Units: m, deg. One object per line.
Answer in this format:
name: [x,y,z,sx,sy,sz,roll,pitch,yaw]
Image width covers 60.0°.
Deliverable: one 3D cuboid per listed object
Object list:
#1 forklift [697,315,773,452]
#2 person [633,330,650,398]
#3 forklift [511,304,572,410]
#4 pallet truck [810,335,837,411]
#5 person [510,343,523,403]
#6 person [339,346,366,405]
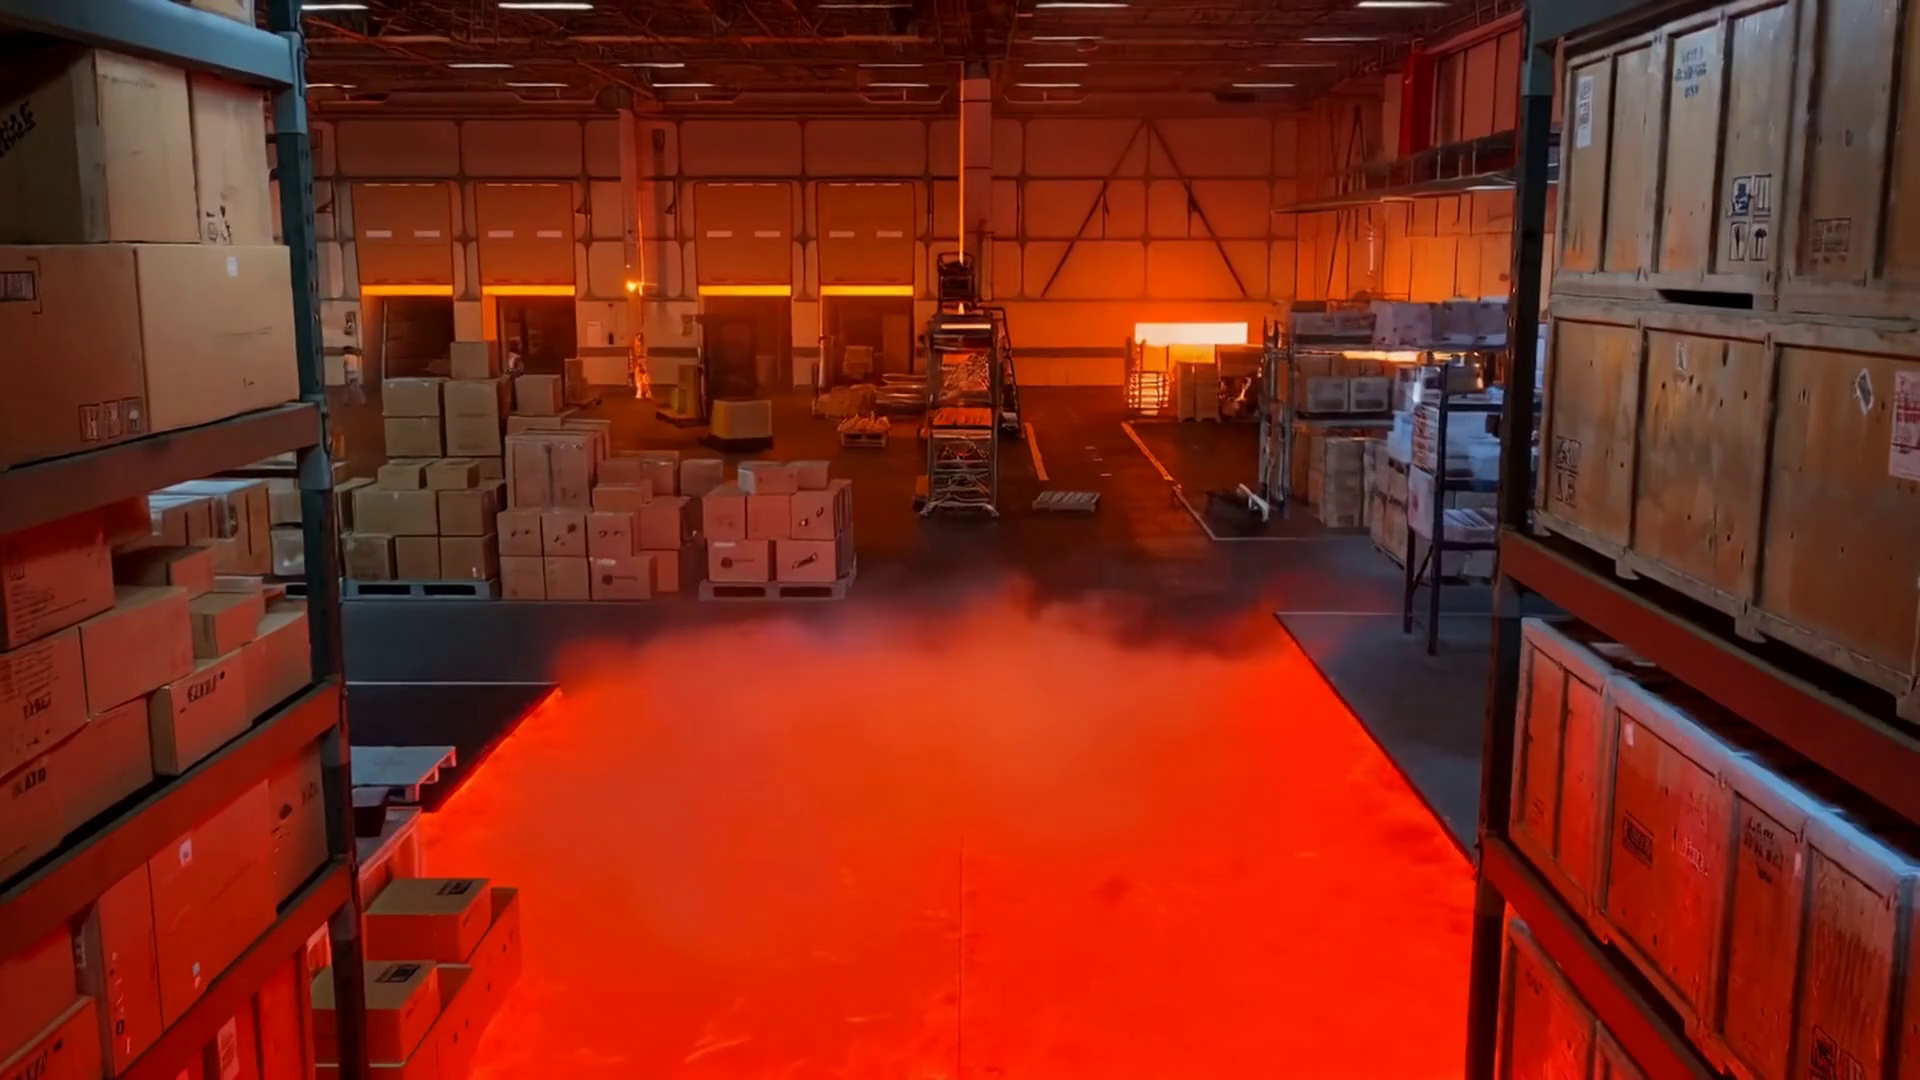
forklift: [-4.720,-3.316,34.835,1.129,2.768,1.873,-5,11,-25]
person: [-9.059,-4.983,47.210,0.545,1.927,0.390,4,11,21]
forklift: [-10.724,-4.629,42.411,1.129,2.768,1.873,0,10,1]
pallet truck: [-3.021,-4.312,43.126,1.885,1.965,0.823,3,10,17]
person: [-11.317,-4.127,42.495,0.803,1.841,0.577,-2,10,-14]
person: [-16.511,-4.460,45.133,0.870,1.599,0.527,5,11,25]
